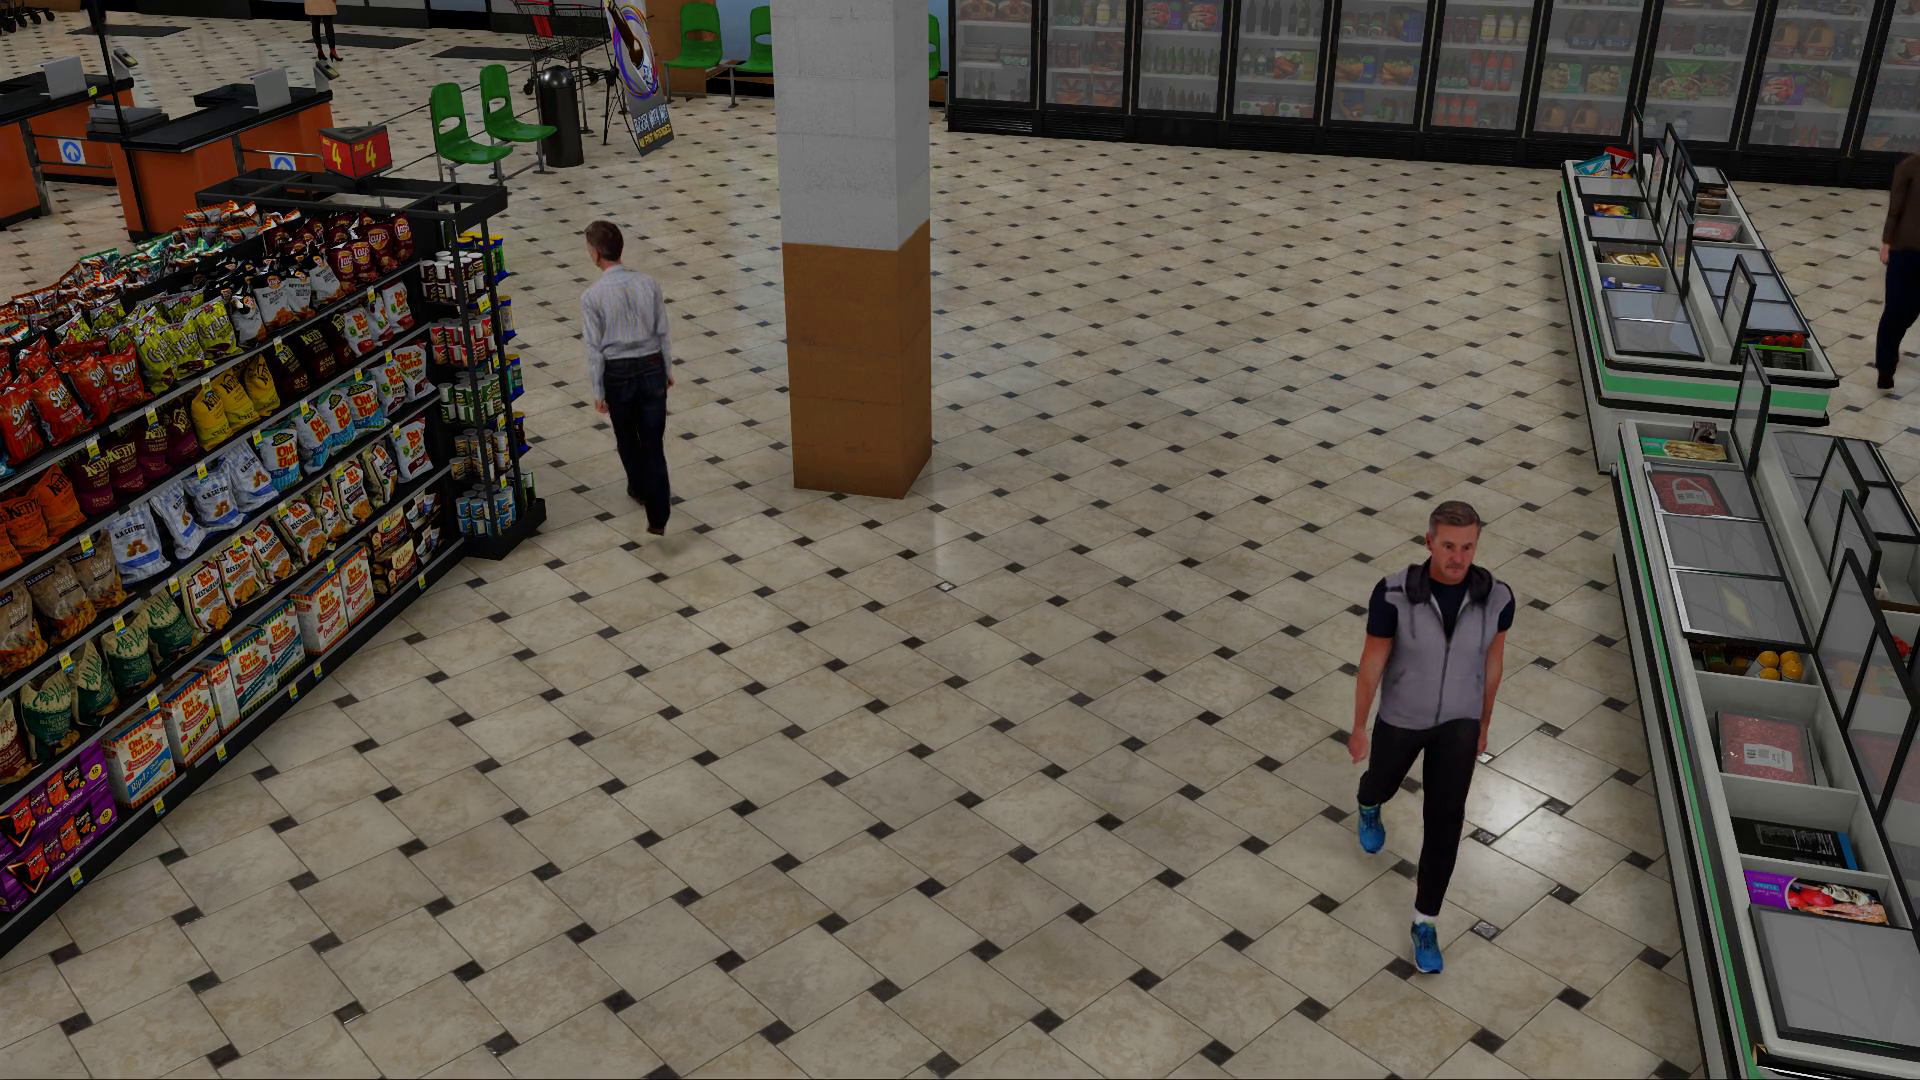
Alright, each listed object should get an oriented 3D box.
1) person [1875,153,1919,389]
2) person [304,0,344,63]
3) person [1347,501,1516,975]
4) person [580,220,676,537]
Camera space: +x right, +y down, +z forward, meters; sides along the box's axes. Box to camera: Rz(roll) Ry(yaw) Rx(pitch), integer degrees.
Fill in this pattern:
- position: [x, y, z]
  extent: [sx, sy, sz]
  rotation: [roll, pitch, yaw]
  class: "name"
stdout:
- position: [6.666, -2.027, 11.553]
  extent: [0.659, 1.845, 1.160]
  rotation: [8, 28, 16]
  class: "person"
- position: [-8.433, -7.155, 21.847]
  extent: [0.643, 1.680, 0.506]
  rotation: [7, 28, 13]
  class: "person"
- position: [1.744, 0.653, 6.328]
  extent: [0.870, 1.792, 1.265]
  rotation: [2, 27, 4]
  class: "person"
- position: [-1.812, -0.860, 9.339]
  extent: [1.093, 1.767, 1.256]
  rotation: [-10, 28, -18]
  class: "person"
